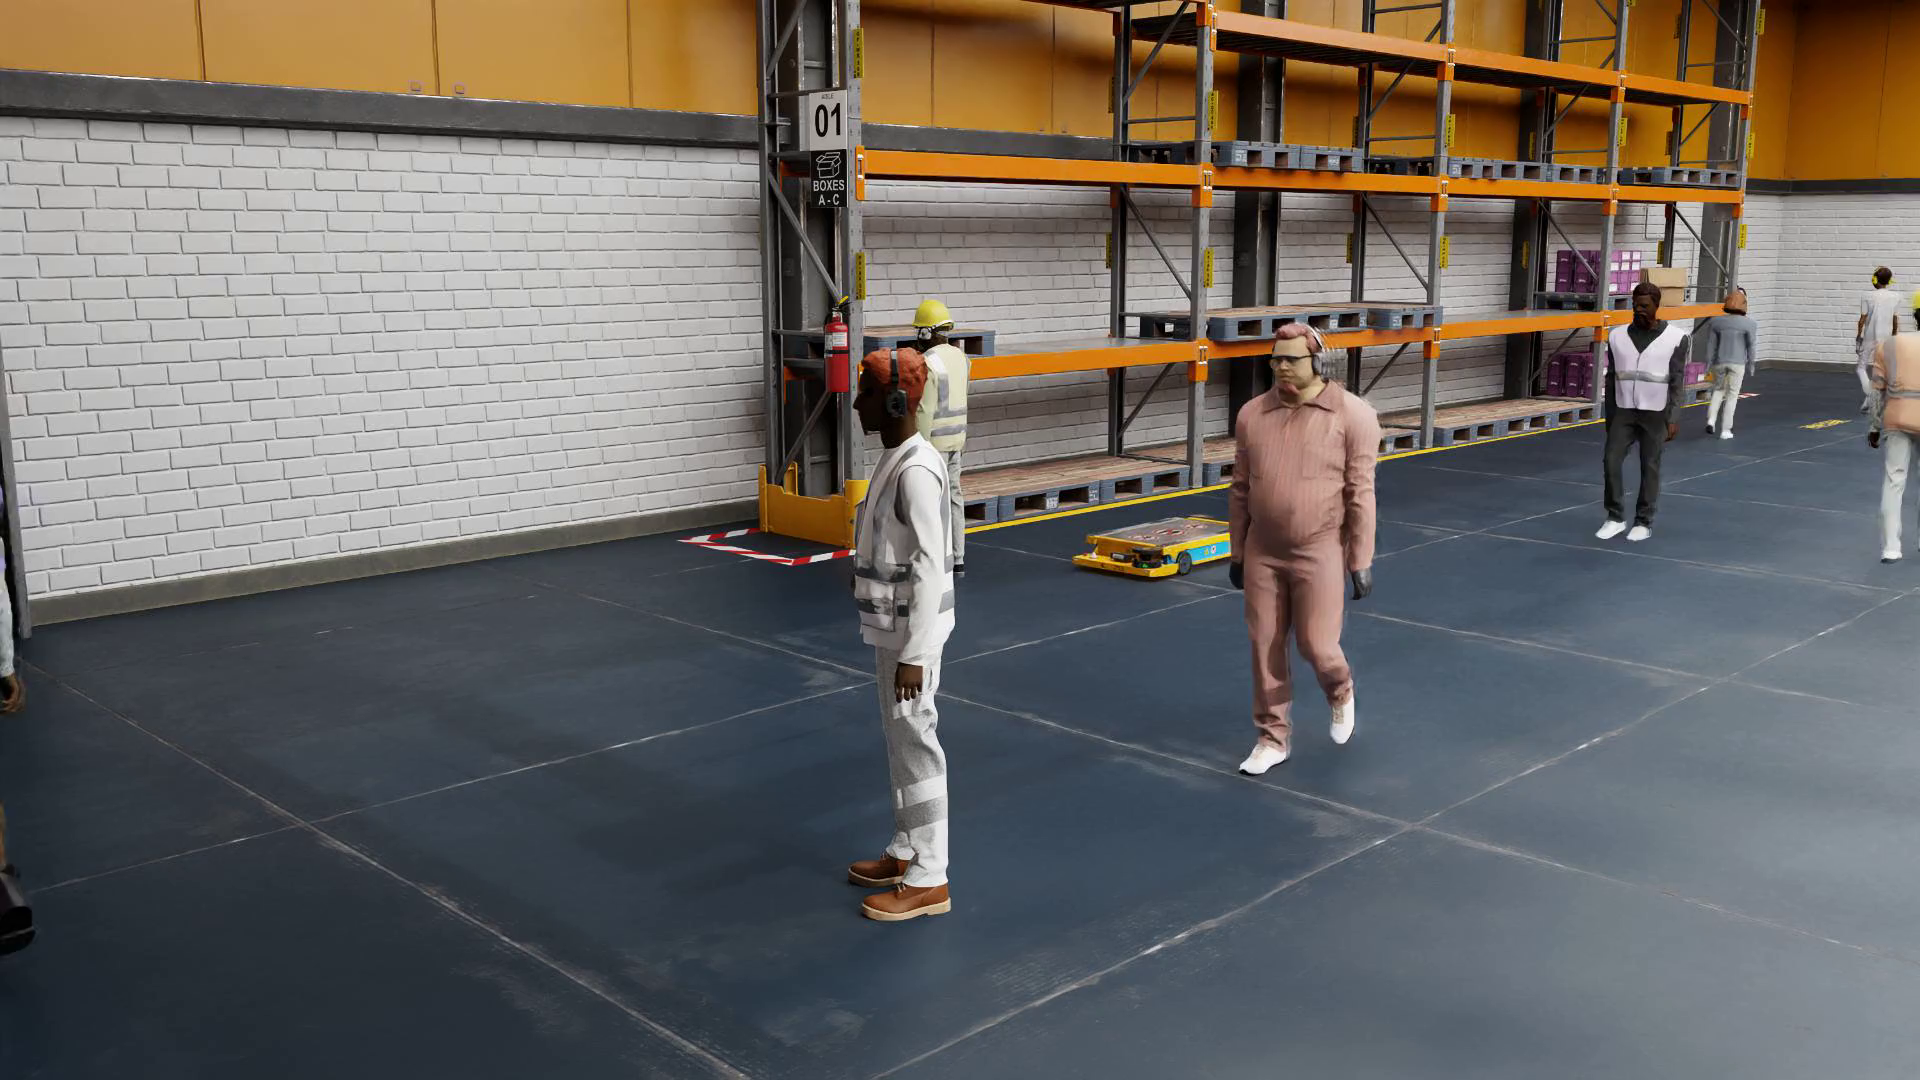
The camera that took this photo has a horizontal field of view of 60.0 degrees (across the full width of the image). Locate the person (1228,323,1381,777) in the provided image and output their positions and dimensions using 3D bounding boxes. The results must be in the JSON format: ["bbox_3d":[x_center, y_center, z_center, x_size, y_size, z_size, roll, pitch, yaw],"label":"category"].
[{"bbox_3d":[1.430,0.033,6.974,0.657,1.885,0.594,7,13,35],"label":"person"}]

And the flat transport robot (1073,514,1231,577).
[{"bbox_3d":[1.478,0.027,11.427,0.652,0.197,1.431,10,14,43],"label":"flat transport robot"}]

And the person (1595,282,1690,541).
[{"bbox_3d":[4.958,-0.917,12.148,0.593,1.900,0.587,9,13,39],"label":"person"}]

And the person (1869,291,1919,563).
[{"bbox_3d":[6.671,-0.810,11.581,0.608,1.879,0.953,8,13,38],"label":"person"}]

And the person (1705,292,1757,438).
[{"bbox_3d":[8.535,-1.931,18.420,0.500,1.624,0.358,10,14,44],"label":"person"}]

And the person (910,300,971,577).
[{"bbox_3d":[-0.162,-0.629,10.743,0.403,1.830,0.600,6,12,28],"label":"person"}]

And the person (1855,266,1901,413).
[{"bbox_3d":[11.521,-2.503,20.897,0.526,1.855,0.438,1,10,6],"label":"person"}]

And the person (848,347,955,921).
[{"bbox_3d":[-0.192,0.308,5.493,0.340,1.882,0.585,-2,11,-10],"label":"person"}]

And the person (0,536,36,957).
[{"bbox_3d":[-3.076,0.393,4.919,0.496,1.925,0.573,7,12,33],"label":"person"}]
